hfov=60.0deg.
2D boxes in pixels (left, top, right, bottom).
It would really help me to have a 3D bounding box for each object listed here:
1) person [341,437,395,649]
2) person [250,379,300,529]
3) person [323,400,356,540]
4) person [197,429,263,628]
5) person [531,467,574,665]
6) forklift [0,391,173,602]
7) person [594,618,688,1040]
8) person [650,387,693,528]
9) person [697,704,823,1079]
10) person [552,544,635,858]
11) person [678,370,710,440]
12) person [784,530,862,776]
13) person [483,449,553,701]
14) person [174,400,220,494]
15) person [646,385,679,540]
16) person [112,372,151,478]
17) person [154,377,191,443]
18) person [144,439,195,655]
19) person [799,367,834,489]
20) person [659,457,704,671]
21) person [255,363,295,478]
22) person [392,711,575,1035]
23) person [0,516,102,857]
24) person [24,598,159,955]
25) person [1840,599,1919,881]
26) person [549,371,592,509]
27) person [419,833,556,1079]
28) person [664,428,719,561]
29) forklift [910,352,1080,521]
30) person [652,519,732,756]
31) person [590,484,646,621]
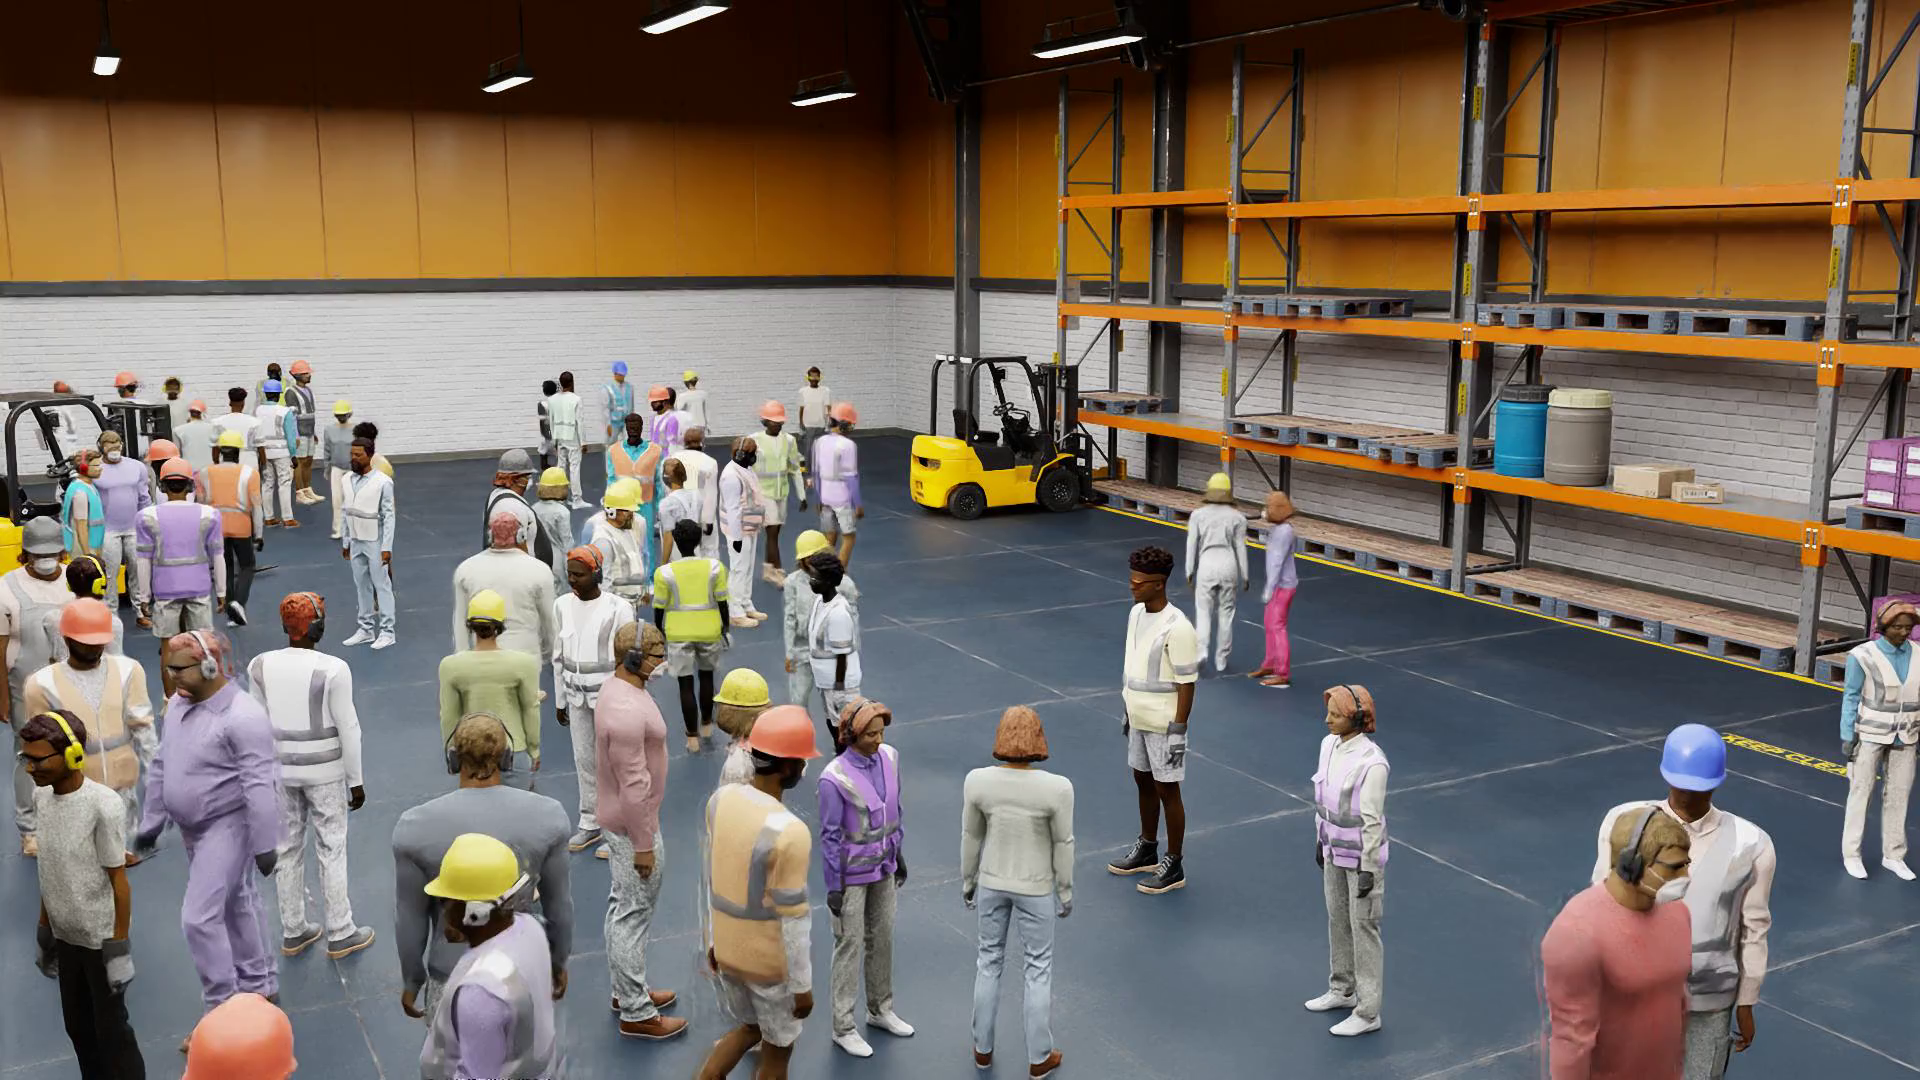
[{"bbox_3d":[-5.364,0.019,15.097,0.592,1.922,0.392,5,11,26],"label":"person"},{"bbox_3d":[-8.859,-1.108,21.545,0.605,1.939,0.415,2,10,13],"label":"person"},{"bbox_3d":[-7.657,-0.868,20.687,0.561,1.735,0.795,-1,10,-5],"label":"person"},{"bbox_3d":[-6.925,-0.094,15.802,0.603,1.898,0.583,-1,10,-6],"label":"person"},{"bbox_3d":[-3.494,0.235,14.368,0.492,1.742,0.320,7,12,36],"label":"person"},{"bbox_3d":[-9.026,-0.363,16.508,1.214,2.155,2.313,6,11,29],"label":"forklift"},{"bbox_3d":[-1.482,1.311,7.626,0.373,1.935,0.627,-3,10,-16],"label":"person"},{"bbox_3d":[-3.639,-1.013,21.204,0.597,1.882,0.998,-6,12,-33],"label":"person"},{"bbox_3d":[-0.791,1.564,6.239,0.630,1.905,0.585,-9,13,-42],"label":"person"},{"bbox_3d":[-2.171,0.951,9.879,0.568,1.878,0.351,4,11,24],"label":"person"},{"bbox_3d":[-4.204,-1.758,25.806,0.552,1.741,0.696,-9,13,-42],"label":"person"},{"bbox_3d":[-0.933,0.776,11.300,0.526,1.723,0.352,1,10,3],"label":"person"},{"bbox_3d":[-3.529,0.266,13.329,0.537,2.000,0.685,-6,11,-29],"label":"person"},{"bbox_3d":[-9.719,-0.935,21.238,0.544,1.688,0.915,-6,12,-32],"label":"person"},{"bbox_3d":[-3.711,-0.964,20.731,0.386,1.930,0.544,-8,12,-37],"label":"person"},{"bbox_3d":[-10.842,-1.177,21.685,0.702,2.017,0.656,3,10,15],"label":"person"},{"bbox_3d":[-11.035,-1.356,23.279,0.567,1.833,0.616,-2,10,-12],"label":"person"},{"bbox_3d":[-7.007,0.064,14.823,0.389,1.930,0.544,0,10,-2],"label":"person"},{"bbox_3d":[-2.161,-1.693,25.157,0.530,1.849,0.649,-1,10,-8],"label":"person"},{"bbox_3d":[-2.394,0.209,14.236,0.344,1.841,0.506,6,11,30],"label":"person"},{"bbox_3d":[-10.773,-1.878,26.256,0.632,1.840,0.429,-3,10,-19],"label":"person"},{"bbox_3d":[-1.736,1.578,6.125,0.636,1.928,0.380,-4,11,-24],"label":"person"},{"bbox_3d":[-5.405,0.852,9.958,0.535,2.000,0.687,8,13,38],"label":"person"},{"bbox_3d":[-4.231,1.227,8.214,0.544,1.902,0.779,-9,13,-43],"label":"person"},{"bbox_3d":[5.281,1.135,9.507,0.528,1.630,0.320,0,10,-2],"label":"person"},{"bbox_3d":[-5.468,-1.393,23.229,0.591,1.922,0.392,5,11,26],"label":"person"},{"bbox_3d":[-1.399,1.791,5.216,0.774,1.811,0.590,0,10,-2],"label":"person"},{"bbox_3d":[-2.753,-0.242,16.959,0.621,1.803,0.867,3,10,15],"label":"person"},{"bbox_3d":[0.460,-1.461,22.833,2.313,2.155,1.214,-5,11,-28],"label":"forklift"},{"bbox_3d":[-1.948,0.675,11.996,0.551,1.669,0.671,-4,10,-20],"label":"person"},{"bbox_3d":[-2.621,0.470,12.802,0.403,1.819,0.602,1,10,6],"label":"person"}]
